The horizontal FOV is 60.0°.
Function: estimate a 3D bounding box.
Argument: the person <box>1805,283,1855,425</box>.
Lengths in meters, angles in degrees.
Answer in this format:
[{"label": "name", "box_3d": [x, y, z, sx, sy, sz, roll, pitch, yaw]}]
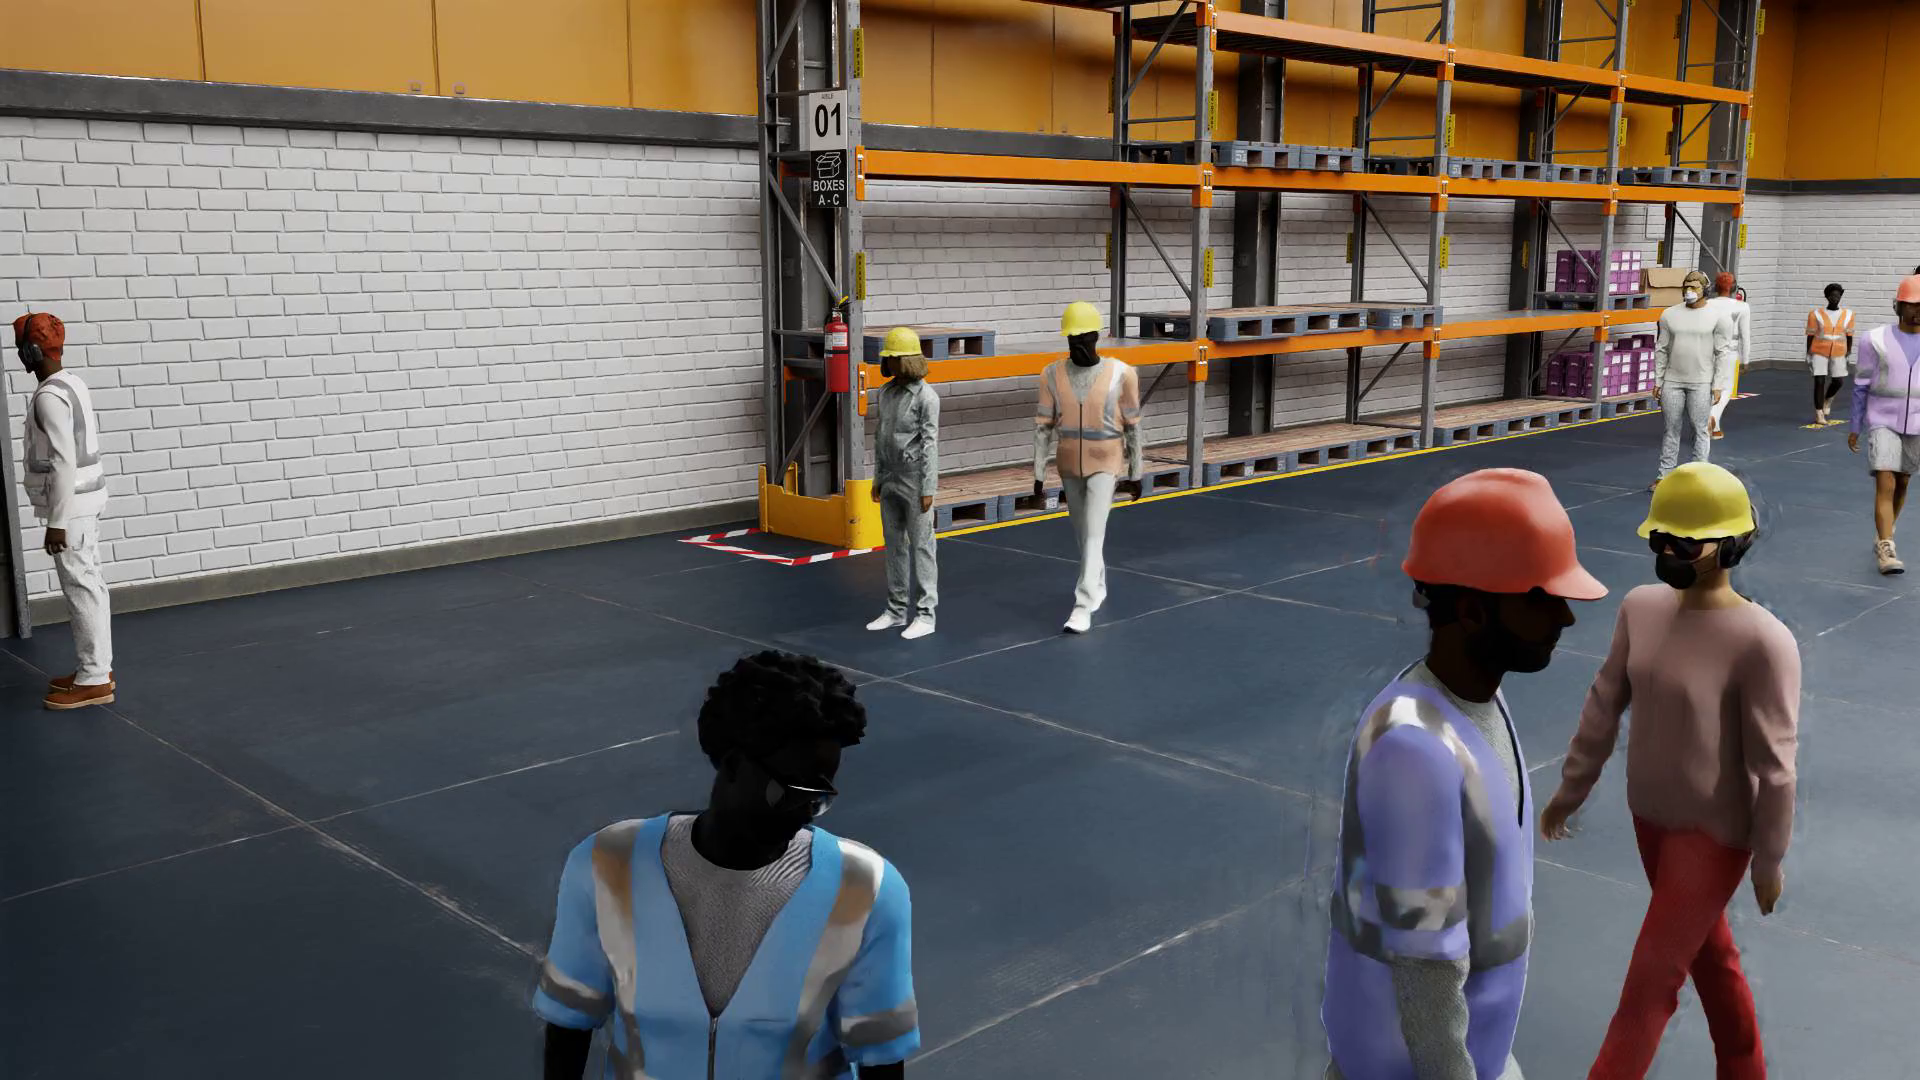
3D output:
[{"label": "person", "box_3d": [10.358, -2.225, 19.865, 0.540, 1.682, 0.540, 3, 11, 14]}]

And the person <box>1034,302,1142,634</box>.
[{"label": "person", "box_3d": [0.731, -0.438, 9.617, 0.598, 1.865, 1.021, 4, 11, 23]}]

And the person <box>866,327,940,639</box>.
[{"label": "person", "box_3d": [-0.318, -0.315, 9.300, 0.319, 1.742, 0.488, -9, 14, -40]}]

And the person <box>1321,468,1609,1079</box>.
[{"label": "person", "box_3d": [0.777, 0.811, 2.757, 1.008, 1.886, 0.566, 6, 12, 29]}]

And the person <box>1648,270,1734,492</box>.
[{"label": "person", "box_3d": [6.309, -1.352, 14.398, 0.631, 1.940, 0.372, 10, 14, 42]}]

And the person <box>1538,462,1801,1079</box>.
[{"label": "person", "box_3d": [1.652, 0.672, 3.939, 0.890, 1.720, 0.542, -3, 11, -15]}]

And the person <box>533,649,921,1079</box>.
[{"label": "person", "box_3d": [-0.370, 0.962, 2.511, 0.623, 1.672, 0.322, 1, 10, 3]}]

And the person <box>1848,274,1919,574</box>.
[{"label": "person", "box_3d": [6.365, -0.786, 11.207, 0.630, 1.983, 1.065, 3, 11, 16]}]

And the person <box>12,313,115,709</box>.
[{"label": "person", "box_3d": [-4.265, -0.138, 7.929, 0.360, 1.882, 0.575, -4, 11, -20]}]

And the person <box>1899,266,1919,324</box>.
[{"label": "person", "box_3d": [13.396, -2.971, 23.518, 0.705, 1.840, 0.540, -3, 11, -13]}]

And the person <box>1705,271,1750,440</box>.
[{"label": "person", "box_3d": [8.236, -1.981, 18.063, 0.583, 1.859, 0.836, 9, 13, 39]}]
